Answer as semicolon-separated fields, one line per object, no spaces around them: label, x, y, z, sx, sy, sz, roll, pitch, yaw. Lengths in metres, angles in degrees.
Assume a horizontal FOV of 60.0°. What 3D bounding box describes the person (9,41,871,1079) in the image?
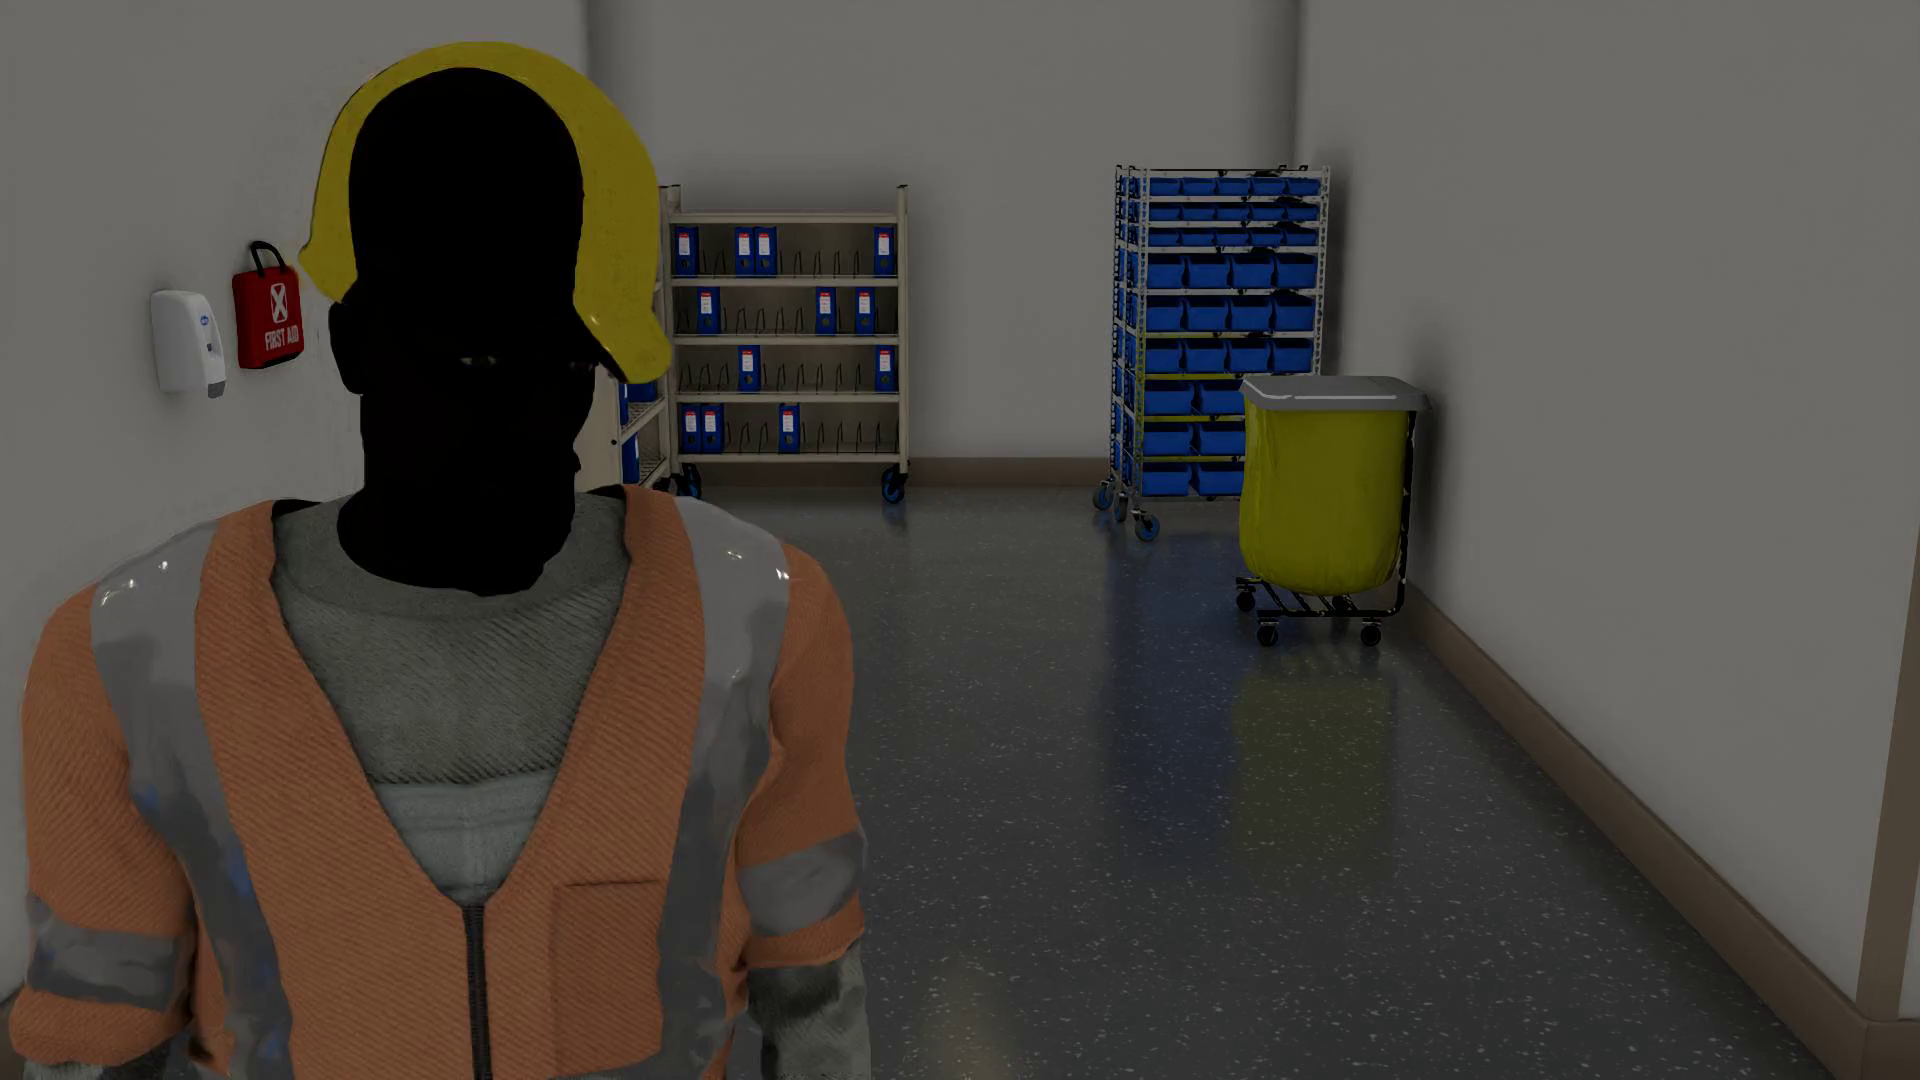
person;-0.385;0.601;1.315;0.652;1.909;0.431;-4;14;-16
